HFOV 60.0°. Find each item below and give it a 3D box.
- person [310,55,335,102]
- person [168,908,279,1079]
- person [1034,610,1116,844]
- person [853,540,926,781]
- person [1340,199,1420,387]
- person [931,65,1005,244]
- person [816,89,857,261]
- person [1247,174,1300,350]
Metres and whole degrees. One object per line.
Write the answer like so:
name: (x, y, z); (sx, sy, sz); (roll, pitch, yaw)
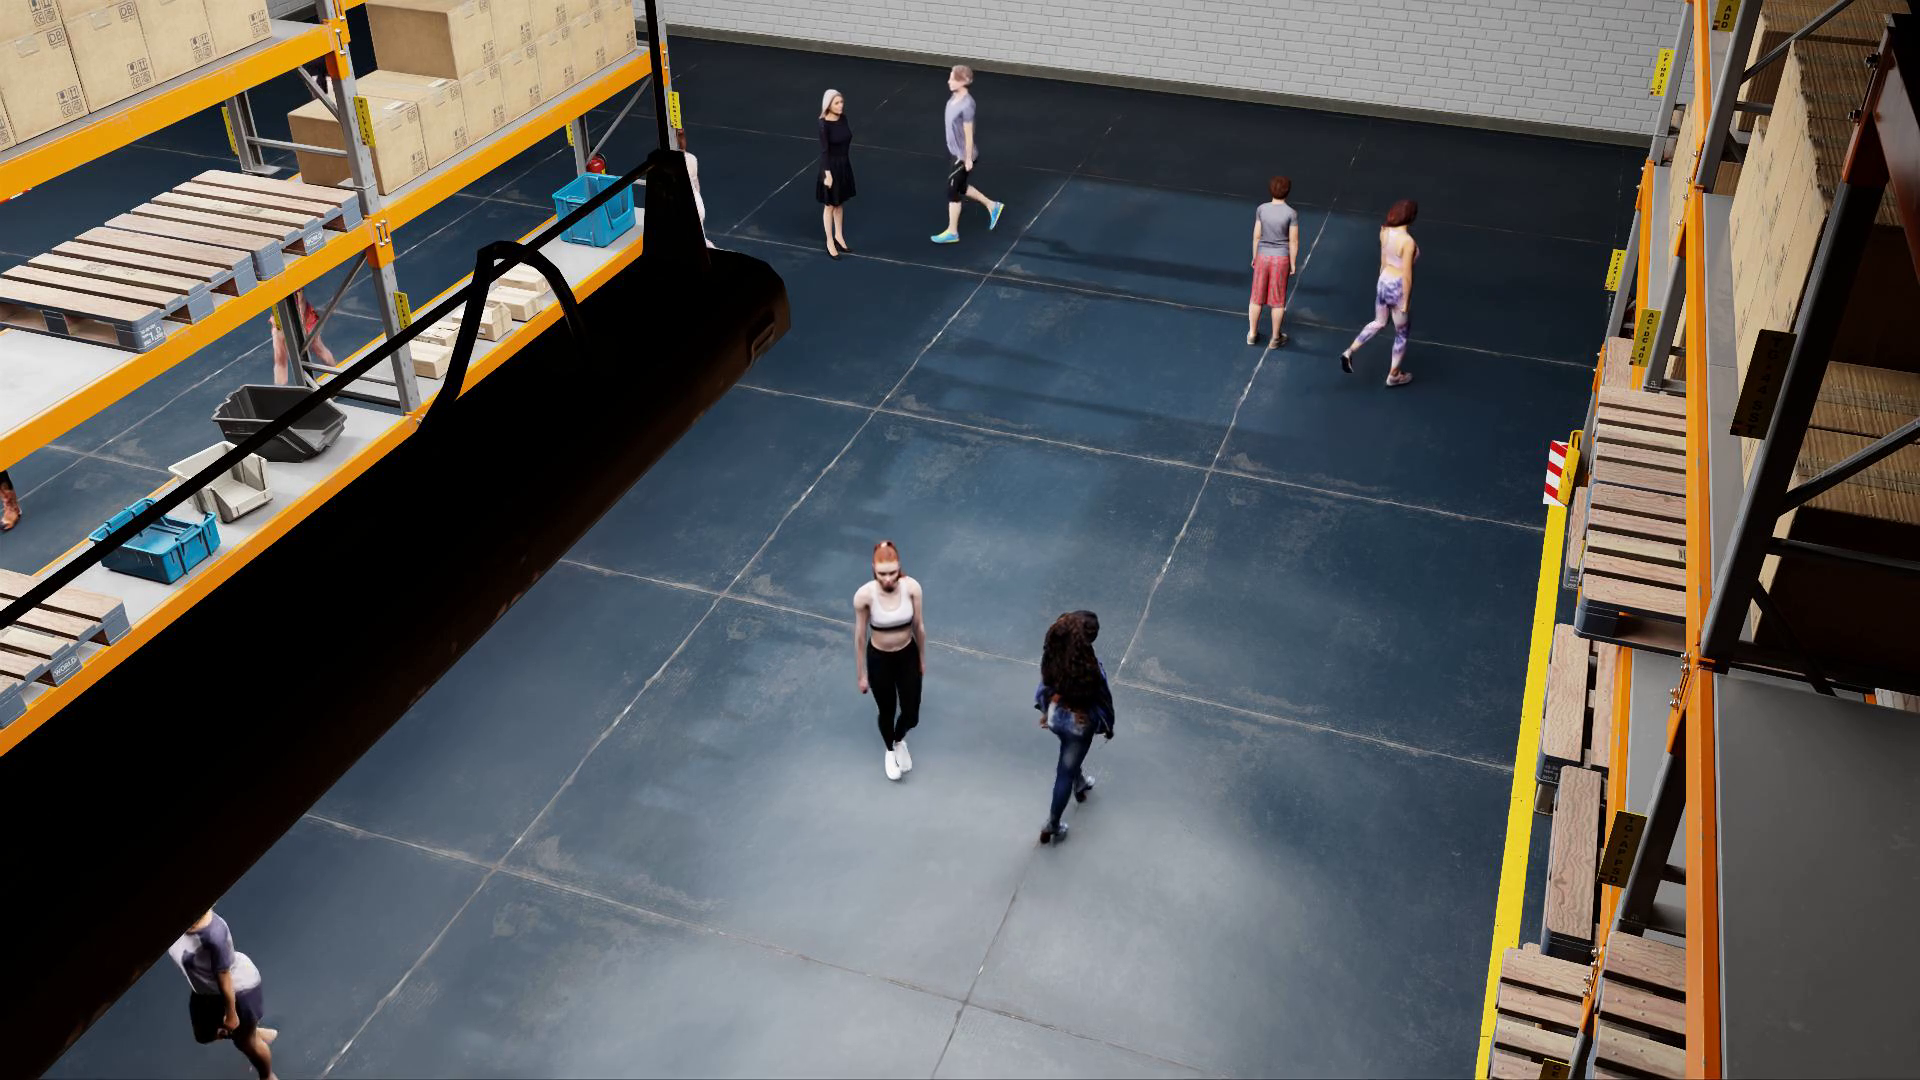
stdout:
person: (-6.800, -4.425, 18.032); (0.673, 1.728, 0.831); (5, 34, 8)
person: (-3.607, 2.167, 8.270); (0.627, 1.556, 0.668); (21, 39, 28)
person: (0.608, 1.128, 9.800); (0.817, 1.592, 0.960); (25, 41, 33)
person: (-0.442, 0.713, 10.298); (0.708, 1.732, 0.742); (-7, 34, -11)
person: (3.731, -2.148, 14.586); (1.015, 1.750, 0.919); (-16, 37, -22)
person: (0.106, -3.986, 17.249); (1.059, 1.863, 1.102); (-8, 34, -11)
person: (-1.269, -3.750, 16.998); (0.712, 1.747, 0.580); (21, 39, 28)
person: (2.874, -2.563, 15.299); (0.589, 1.652, 0.544); (15, 36, 21)
